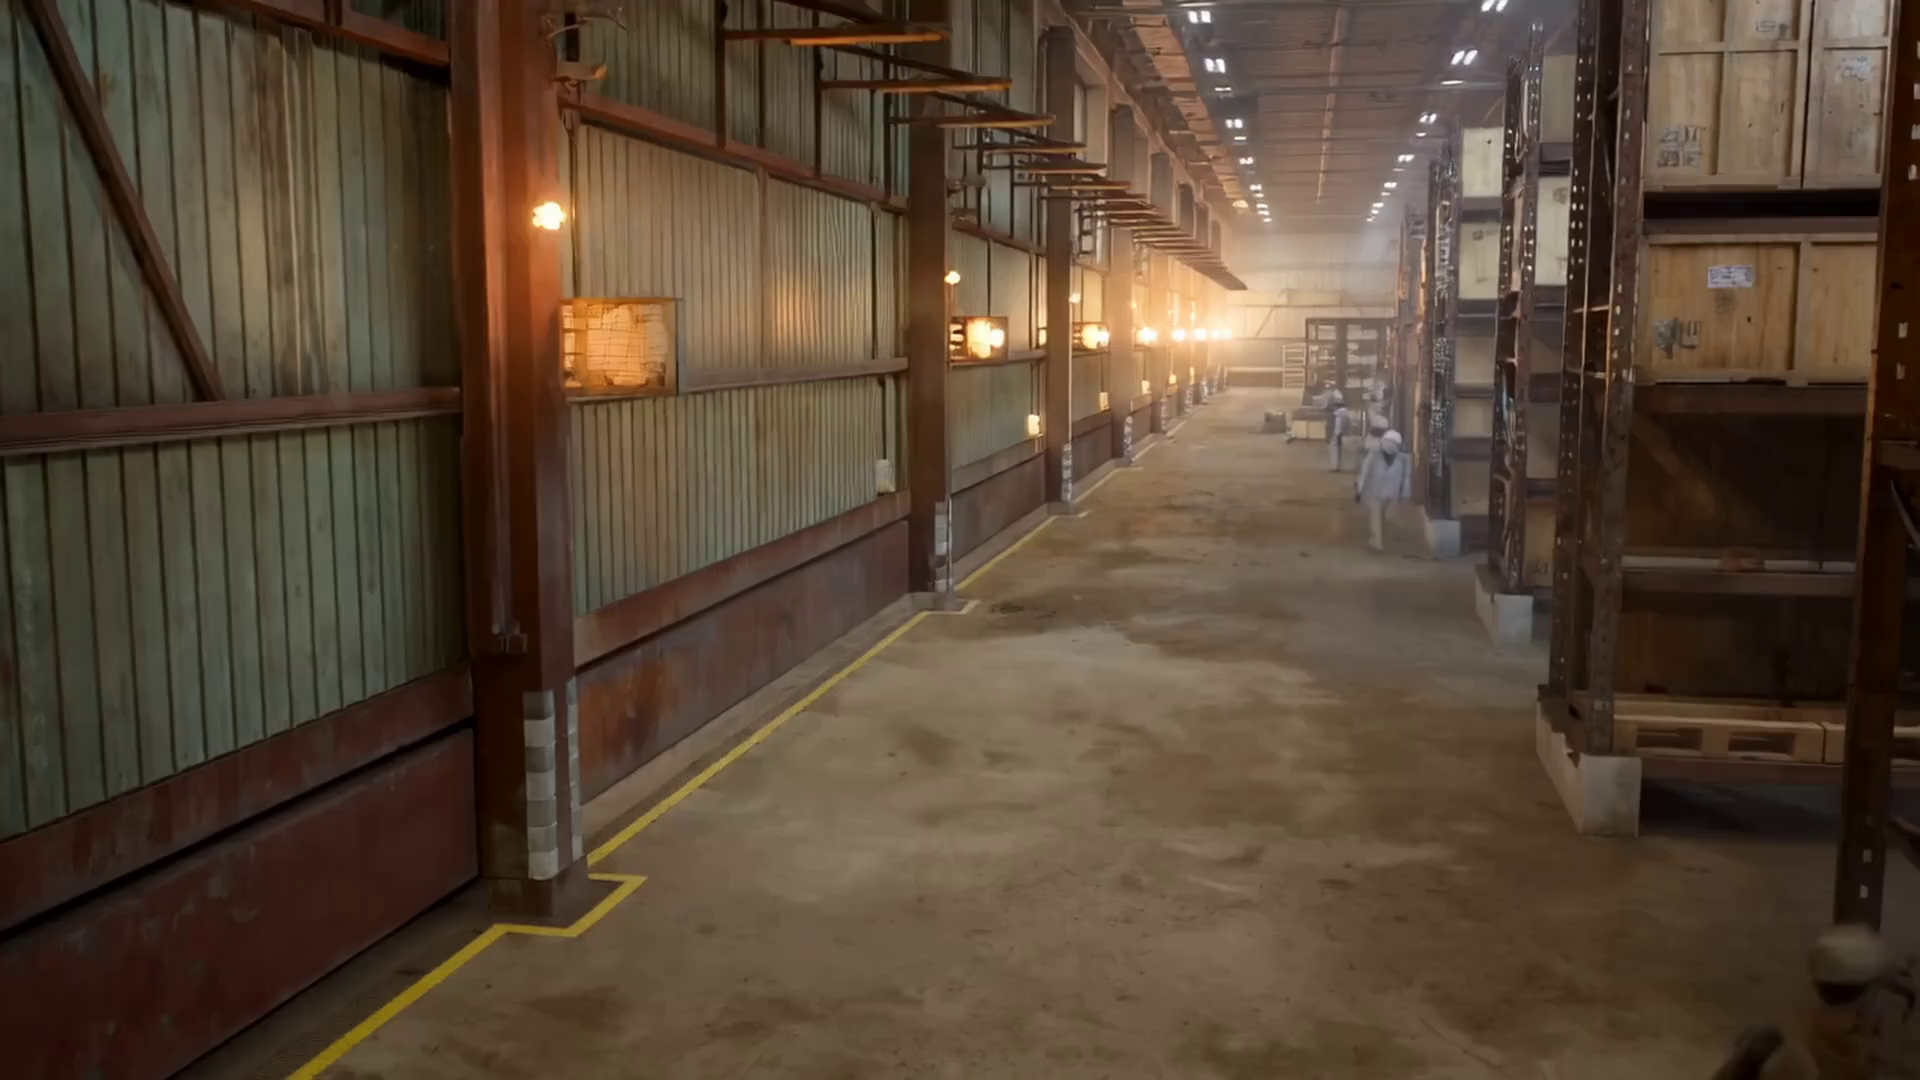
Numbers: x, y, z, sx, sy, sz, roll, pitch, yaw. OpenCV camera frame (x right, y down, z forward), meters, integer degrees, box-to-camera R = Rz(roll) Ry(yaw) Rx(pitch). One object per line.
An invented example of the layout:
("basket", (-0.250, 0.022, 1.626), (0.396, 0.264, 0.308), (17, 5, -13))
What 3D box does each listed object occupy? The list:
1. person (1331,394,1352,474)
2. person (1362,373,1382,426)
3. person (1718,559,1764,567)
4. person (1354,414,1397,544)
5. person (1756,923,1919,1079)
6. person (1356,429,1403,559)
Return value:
("person", (8.351, -2.329, 36.515), (0.573, 1.747, 0.337), (-6, 9, -39))
("person", (13.548, -4.613, 54.705), (0.657, 1.784, 0.437), (2, 7, 18))
("person", (6.571, 0.533, 14.048), (0.514, 1.639, 0.311), (-4, 8, -27))
("person", (6.098, -0.887, 24.357), (0.643, 1.900, 0.964), (1, 7, 9))
("person", (1.887, 1.716, 3.688), (0.682, 1.876, 0.760), (-3, 8, -25))
("person", (5.810, -0.654, 23.048), (0.642, 1.781, 0.862), (-1, 7, -11))
